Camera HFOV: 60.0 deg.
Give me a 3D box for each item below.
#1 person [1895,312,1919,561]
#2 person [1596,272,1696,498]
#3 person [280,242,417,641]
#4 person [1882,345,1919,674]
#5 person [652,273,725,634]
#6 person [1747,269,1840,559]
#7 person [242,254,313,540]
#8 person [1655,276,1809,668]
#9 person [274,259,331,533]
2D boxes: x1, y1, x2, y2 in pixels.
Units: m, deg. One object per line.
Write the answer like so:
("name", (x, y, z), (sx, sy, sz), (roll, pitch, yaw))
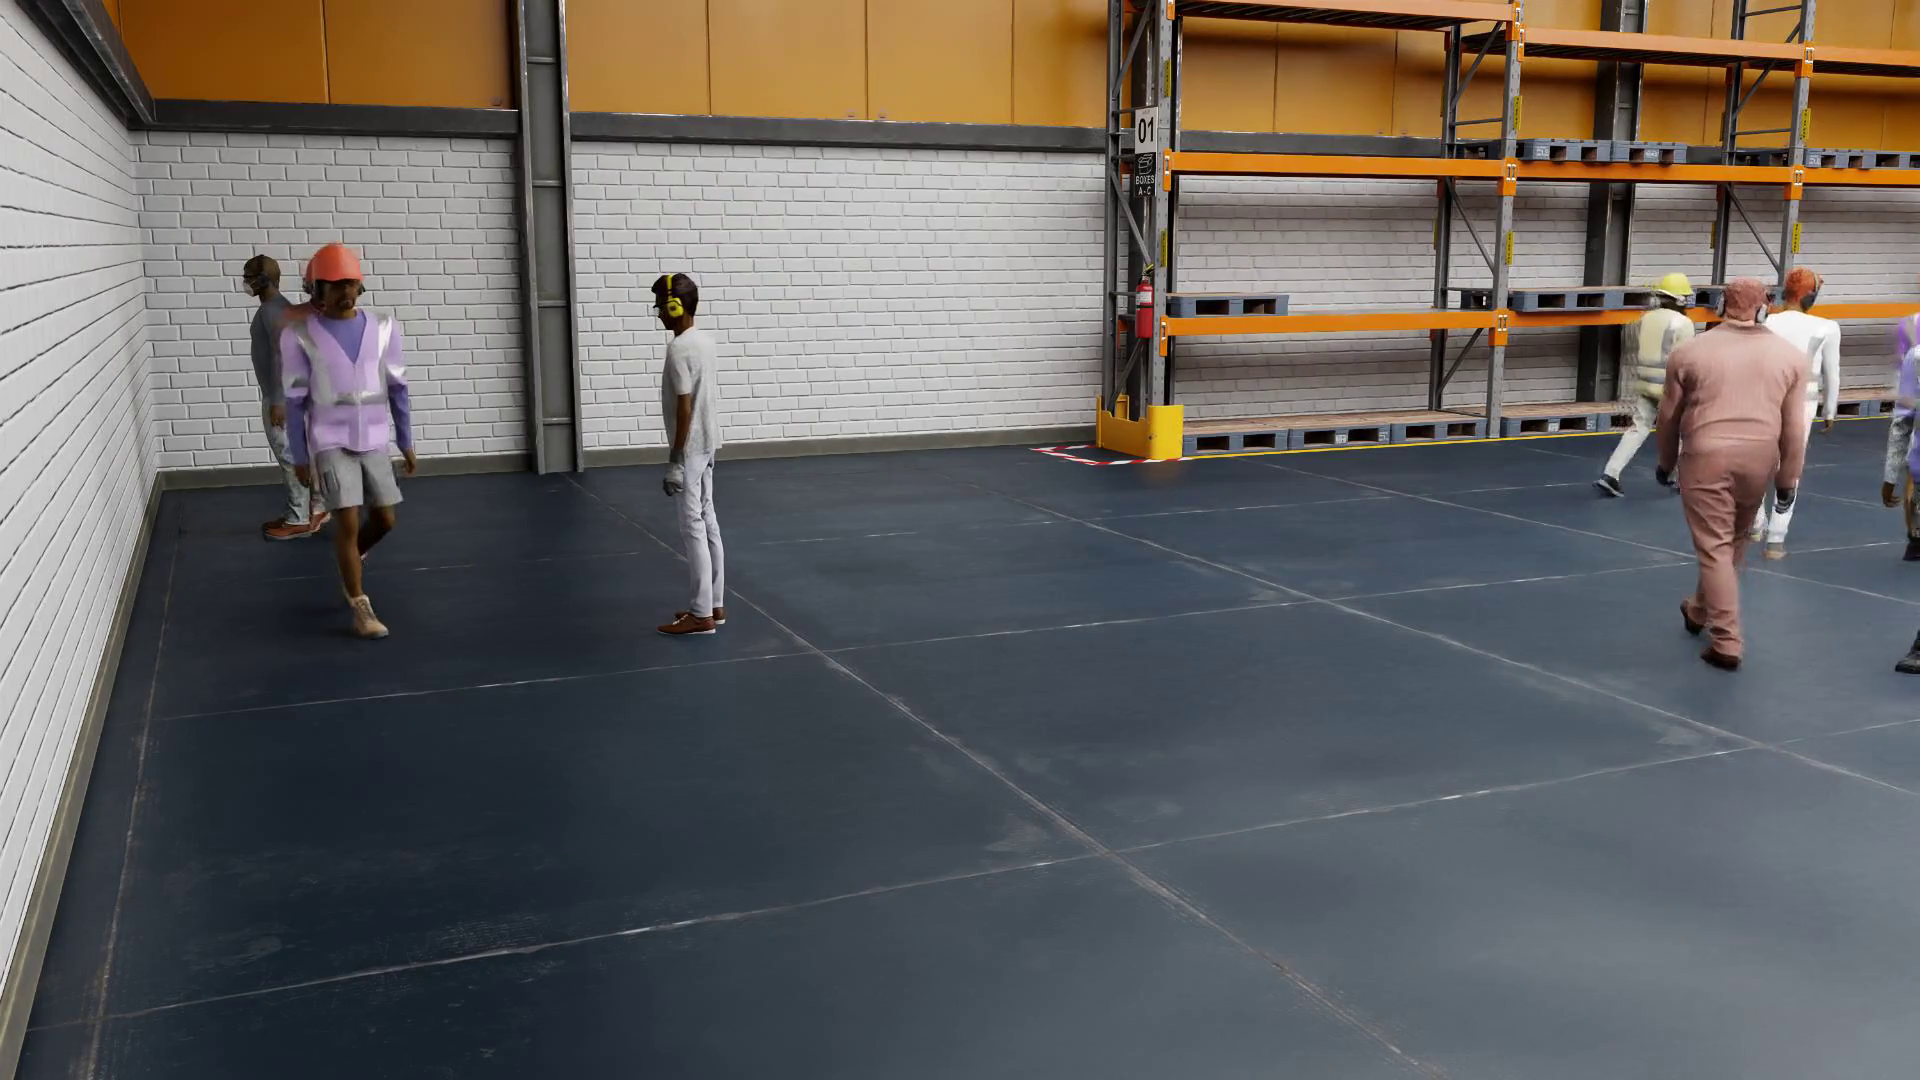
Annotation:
("person", (6.194, -0.815, 10.527), (0.412, 1.922, 0.542), (-10, 14, -44))
("person", (5.482, -1.204, 13.080), (0.934, 1.794, 0.603), (-4, 11, -19))
("person", (-3.174, -0.520, 8.612), (0.625, 2.028, 0.743), (-8, 13, -39))
("person", (4.792, -0.349, 8.006), (0.941, 1.904, 0.556), (-9, 13, -39))
("person", (-1.408, -0.437, 8.591), (0.332, 1.865, 0.520), (2, 10, 11))
("person", (5.403, -0.834, 10.883), (0.587, 1.835, 0.969), (6, 12, 32))
("person", (-4.653, -0.971, 11.359), (0.353, 1.936, 0.635), (-4, 11, -22))
("person", (3.734, -0.356, 8.164), (0.630, 1.843, 0.996), (1, 10, 6))
("person", (-4.316, -0.957, 11.316), (0.631, 1.937, 0.808), (-3, 11, -17))
